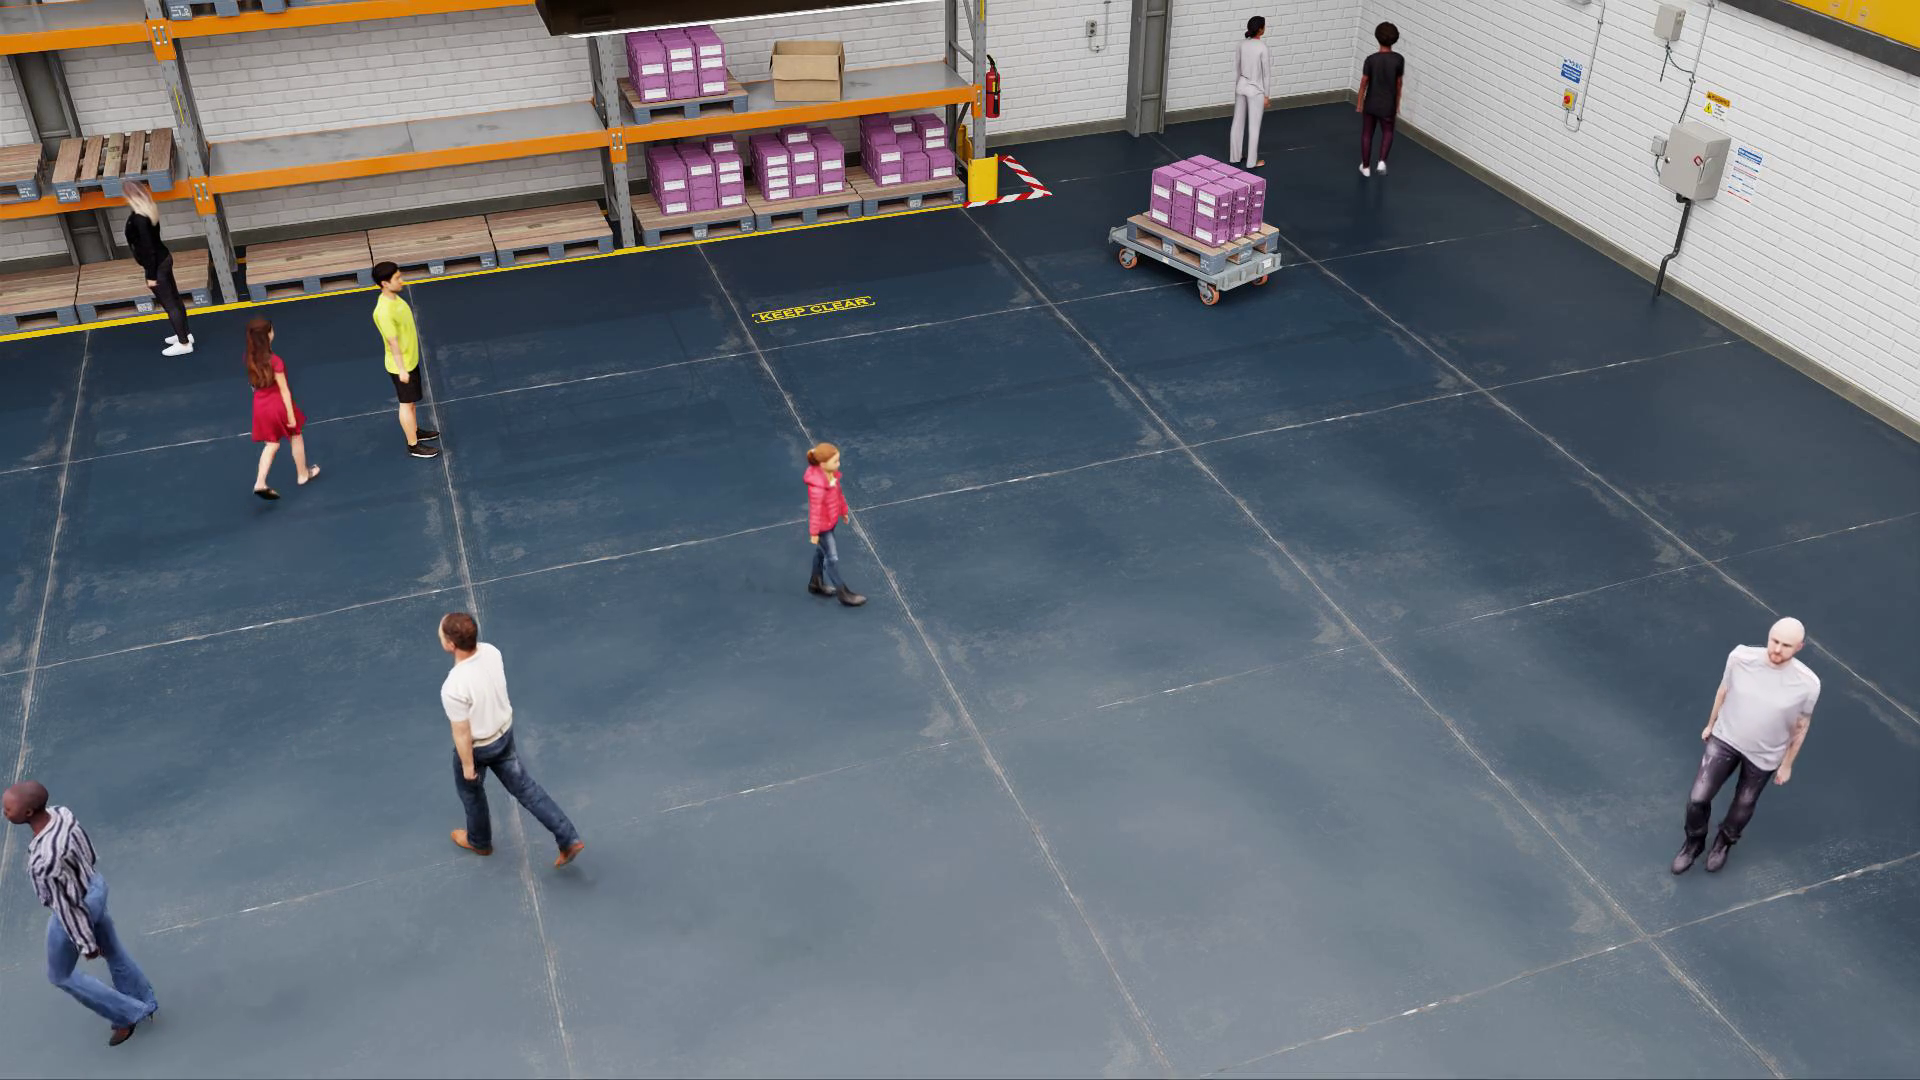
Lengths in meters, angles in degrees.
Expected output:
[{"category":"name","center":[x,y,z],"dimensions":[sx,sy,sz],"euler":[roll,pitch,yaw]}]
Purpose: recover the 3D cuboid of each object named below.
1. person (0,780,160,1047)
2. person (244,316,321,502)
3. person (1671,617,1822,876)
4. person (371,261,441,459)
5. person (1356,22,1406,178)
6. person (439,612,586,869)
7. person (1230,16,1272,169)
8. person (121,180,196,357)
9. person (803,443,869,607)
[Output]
[{"category":"person","center":[-4.435,1.902,8.589],"dimensions":[0.635,1.783,0.660],"euler":[-9,35,-13]},{"category":"person","center":[-5.490,-1.014,13.206],"dimensions":[0.952,1.528,0.948],"euler":[13,36,19]},{"category":"person","center":[4.618,1.158,9.676],"dimensions":[0.834,1.820,0.877],"euler":[23,40,30]},{"category":"person","center":[-4.634,-1.507,13.786],"dimensions":[0.569,1.709,0.643],"euler":[-7,34,-10]},{"category":"person","center":[4.795,-4.972,18.942],"dimensions":[0.779,1.770,0.850],"euler":[4,34,5]},{"category":"person","center":[-2.651,1.196,9.614],"dimensions":[1.245,1.826,1.179],"euler":[14,36,20]},{"category":"person","center":[3.381,-5.219,19.345],"dimensions":[0.685,1.736,0.706],"euler":[-28,43,-35]},{"category":"person","center":[-7.377,-2.518,15.327],"dimensions":[0.573,1.686,0.632],"euler":[-7,34,-10]},{"category":"person","center":[-1.032,-0.130,12.081],"dimensions":[0.838,1.302,0.754],"euler":[10,35,15]}]
